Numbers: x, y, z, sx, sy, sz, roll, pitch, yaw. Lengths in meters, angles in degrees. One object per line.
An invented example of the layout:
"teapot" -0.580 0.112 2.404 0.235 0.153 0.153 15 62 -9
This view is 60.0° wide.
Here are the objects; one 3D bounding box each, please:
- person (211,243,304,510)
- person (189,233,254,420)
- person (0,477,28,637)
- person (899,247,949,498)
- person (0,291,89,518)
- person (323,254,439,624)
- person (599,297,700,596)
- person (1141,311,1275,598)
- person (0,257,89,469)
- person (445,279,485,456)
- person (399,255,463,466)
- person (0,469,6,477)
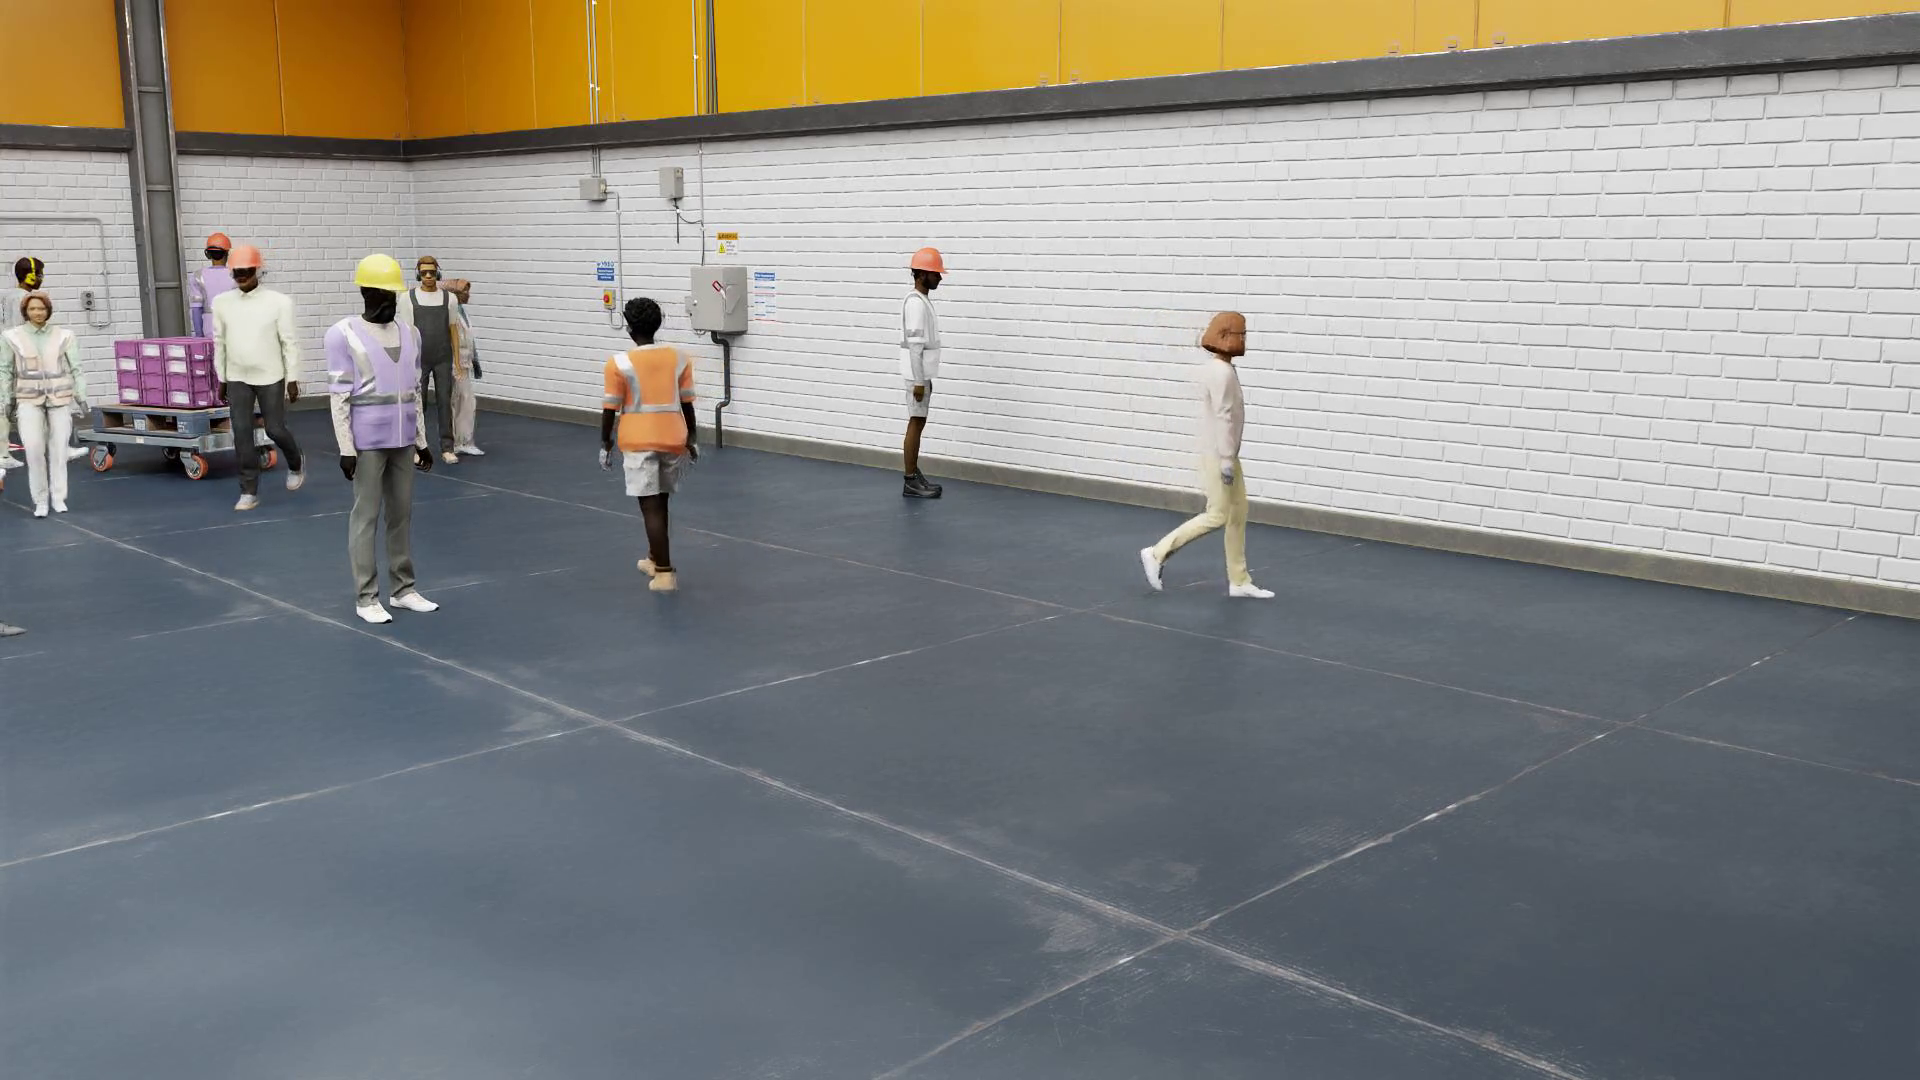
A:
"person" -5.266 -1.240 12.524 0.622 1.975 0.746 0 10 -2
"person" -7.579 -2.133 17.166 0.605 2.045 0.379 -3 11 -14
"person" -5.099 -0.343 8.224 0.650 1.756 0.617 8 13 38
"person" -0.277 -1.286 12.866 0.380 1.929 0.540 0 10 0
"person" -6.565 -0.969 11.966 0.538 1.612 0.667 -7 13 -34
"person" -3.037 -0.536 8.778 0.366 1.926 0.587 6 12 29
"person" -1.815 -0.545 9.502 0.551 1.663 0.768 -8 13 -36
"person" 1.398 -0.465 9.232 0.679 1.614 0.506 2 11 12
"person" -8.162 -1.555 14.612 0.684 1.815 0.911 5 12 26
"person" -4.507 -1.576 15.255 0.521 1.620 0.534 1 10 3
"person" -4.662 -1.580 14.691 0.506 1.847 0.350 -5 12 -25
"person" -8.206 -1.315 13.386 0.513 1.814 0.983 1 10 6
